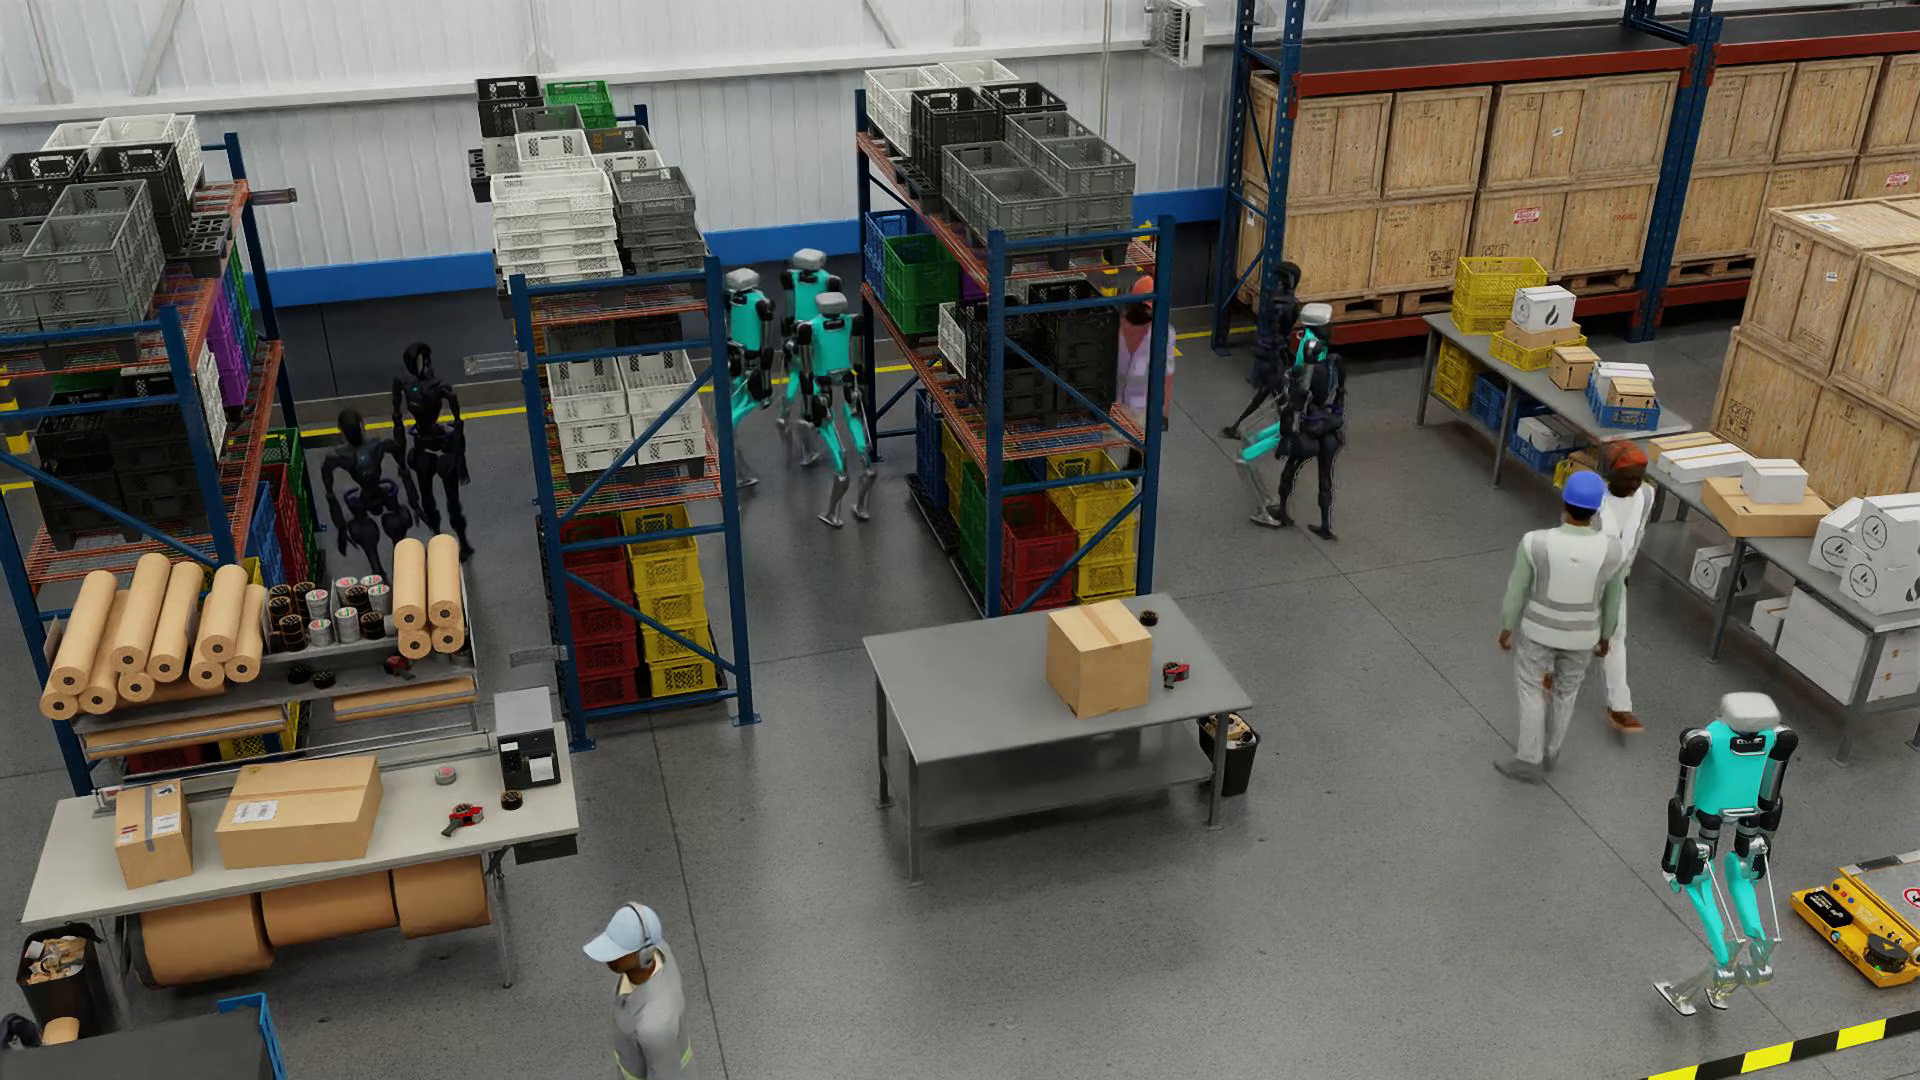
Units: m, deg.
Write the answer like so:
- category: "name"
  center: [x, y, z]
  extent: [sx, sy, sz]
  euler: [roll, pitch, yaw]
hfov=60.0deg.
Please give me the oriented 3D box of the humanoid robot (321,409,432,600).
- category: "humanoid robot"
  center: [-3.836, -0.155, 11.019]
  extent: [0.628, 1.613, 0.740]
  euler: [-16, 32, -26]

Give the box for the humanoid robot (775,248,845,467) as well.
- category: "humanoid robot"
  center: [-1.241, -1.330, 13.109]
  extent: [0.544, 1.827, 0.769]
  euler: [10, 30, 18]

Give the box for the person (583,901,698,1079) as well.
- category: "person"
  center: [-1.221, 2.165, 6.577]
  extent: [0.364, 1.852, 0.590]
  euler: [-9, 30, -15]

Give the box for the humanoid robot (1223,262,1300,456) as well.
- category: "humanoid robot"
  center: [2.551, -1.480, 13.452]
  extent: [0.783, 1.637, 0.590]
  euler: [11, 31, 19]

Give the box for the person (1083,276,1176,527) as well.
- category: "person"
  center: [1.139, -1.019, 12.248]
  extent: [0.834, 1.993, 0.362]
  euler: [7, 30, 13]

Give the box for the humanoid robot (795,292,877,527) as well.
- category: "humanoid robot"
  center: [-0.845, -0.915, 12.246]
  extent: [0.532, 1.728, 0.723]
  euler: [-13, 31, -22]

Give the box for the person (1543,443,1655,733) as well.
- category: "person"
  center: [3.900, 0.284, 10.006]
  extent: [0.585, 1.836, 0.964]
  euler: [-7, 30, -12]

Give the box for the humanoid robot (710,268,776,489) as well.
- category: "humanoid robot"
  center: [-1.771, -1.127, 12.734]
  extent: [0.550, 1.804, 0.799]
  euler: [25, 37, 37]

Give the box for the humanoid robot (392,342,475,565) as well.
- category: "humanoid robot"
  center: [-3.747, -0.622, 11.819]
  extent: [0.588, 1.650, 0.333]
  euler: [7, 30, 13]

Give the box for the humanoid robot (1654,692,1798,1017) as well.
- category: "humanoid robot"
  center: [3.584, 1.554, 7.673]
  extent: [0.533, 1.675, 0.735]
  euler: [-2, 29, -4]

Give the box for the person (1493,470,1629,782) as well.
- category: "person"
  center: [3.416, 0.514, 9.508]
  extent: [0.632, 1.933, 0.491]
  euler: [8, 30, 14]

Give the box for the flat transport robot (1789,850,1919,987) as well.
- category: "flat transport robot"
  center: [5.163, 1.916, 8.676]
  extent: [1.431, 0.231, 0.659]
  euler: [-8, 30, -14]

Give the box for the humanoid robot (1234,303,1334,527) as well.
- category: "humanoid robot"
  center: [2.315, -0.944, 12.278]
  extent: [0.746, 1.710, 0.530]
  euler: [8, 30, 14]

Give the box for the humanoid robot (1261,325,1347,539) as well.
- category: "humanoid robot"
  center: [2.573, -0.827, 12.216]
  extent: [0.598, 1.634, 0.646]
  euler: [-17, 33, -28]

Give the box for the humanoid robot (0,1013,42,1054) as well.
- category: "humanoid robot"
  center: [-3.717, 2.373, 6.380]
  extent: [0.385, 1.652, 0.609]
  euler: [10, 30, 18]
